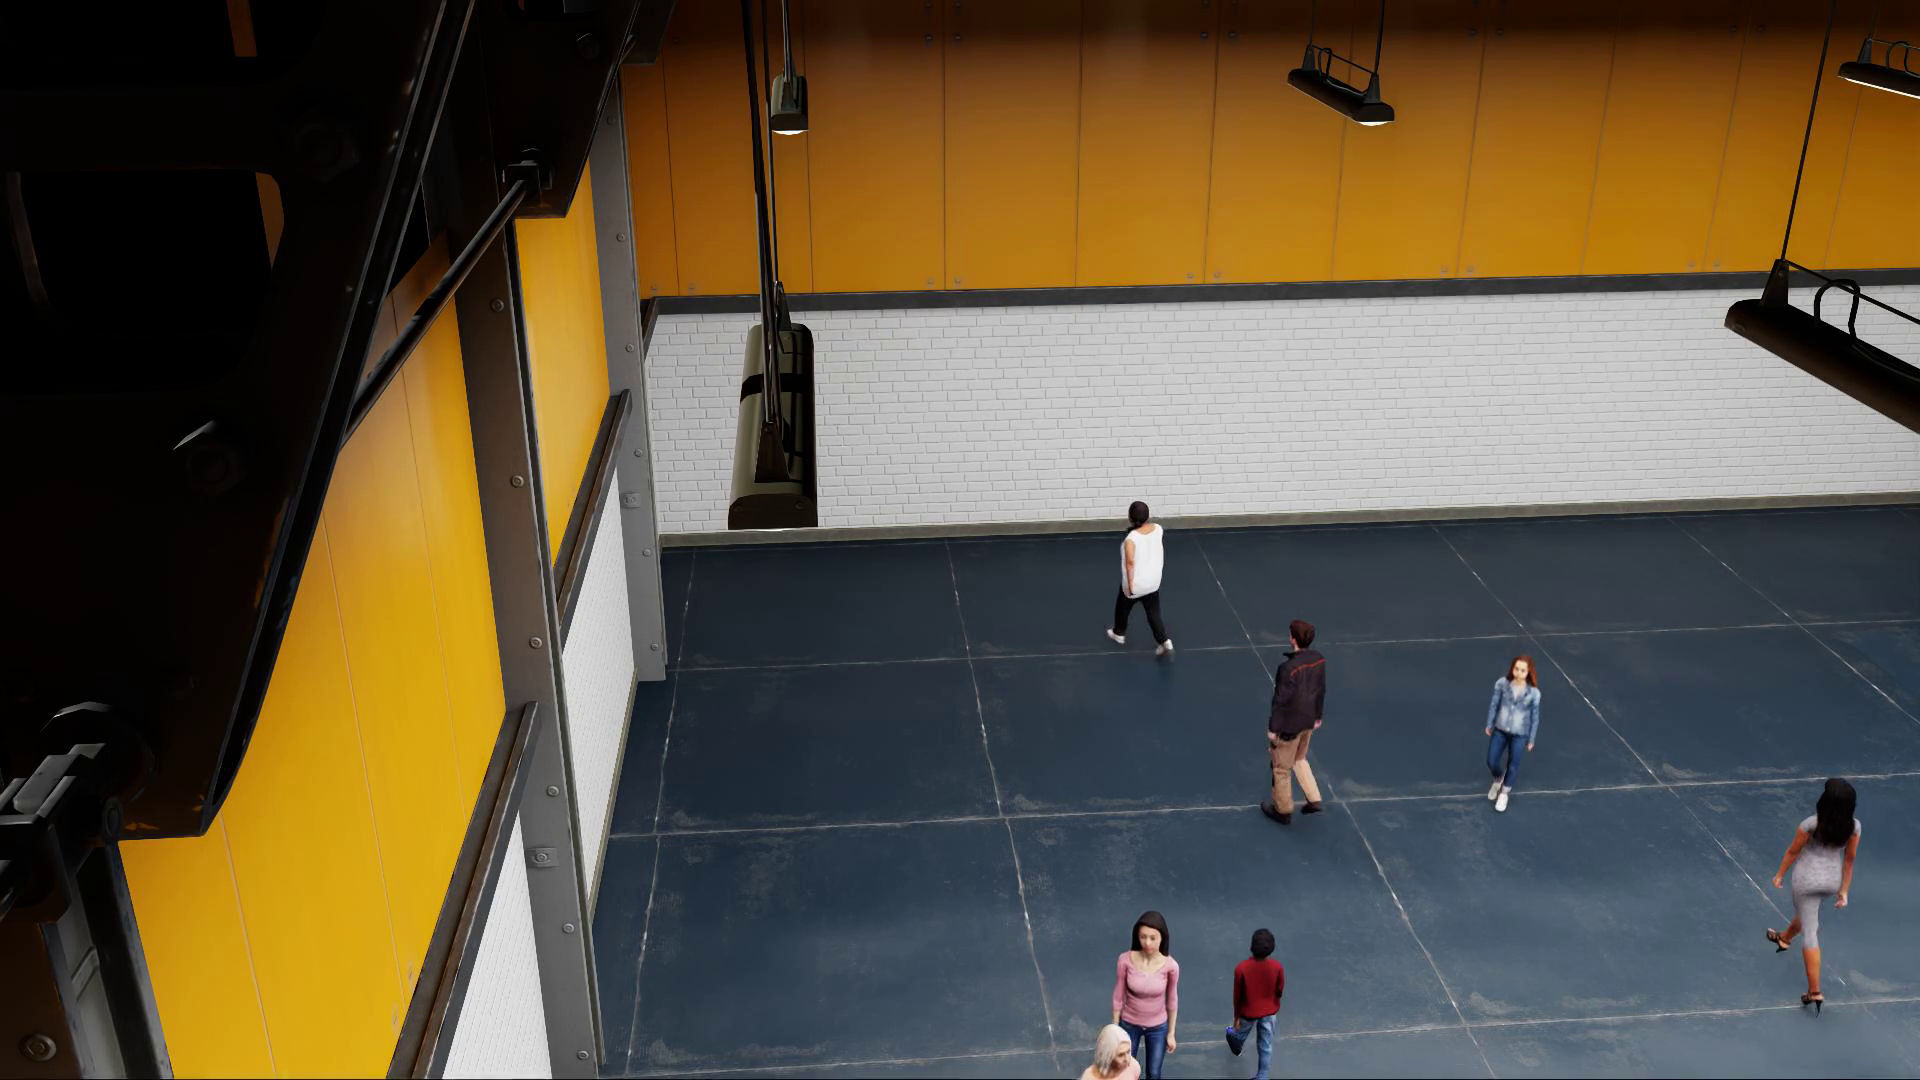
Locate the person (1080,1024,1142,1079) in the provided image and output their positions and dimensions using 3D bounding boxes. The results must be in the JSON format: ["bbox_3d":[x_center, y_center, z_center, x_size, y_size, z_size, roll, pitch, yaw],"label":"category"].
[{"bbox_3d":[0.813,3.542,9.859,0.958,1.672,1.243,-14,27,-28],"label":"person"}]

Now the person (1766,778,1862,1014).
[{"bbox_3d":[6.206,2.578,11.997,0.640,1.726,1.125,-1,24,-1],"label":"person"}]

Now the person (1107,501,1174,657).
[{"bbox_3d":[1.894,0.411,17.043,0.961,1.657,1.194,-14,27,-28],"label":"person"}]

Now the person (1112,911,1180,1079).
[{"bbox_3d":[1.186,3.130,10.716,0.621,1.742,0.582,4,24,9],"label":"person"}]

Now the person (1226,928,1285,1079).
[{"bbox_3d":[2.016,3.202,11.194,0.513,1.227,0.848,-2,24,-4],"label":"person"}]

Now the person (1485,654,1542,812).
[{"bbox_3d":[4.813,1.637,14.468,0.678,1.472,0.711,13,27,28],"label":"person"}]

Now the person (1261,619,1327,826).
[{"bbox_3d":[2.875,1.589,14.027,0.902,1.913,0.969,-18,29,-35],"label":"person"}]
